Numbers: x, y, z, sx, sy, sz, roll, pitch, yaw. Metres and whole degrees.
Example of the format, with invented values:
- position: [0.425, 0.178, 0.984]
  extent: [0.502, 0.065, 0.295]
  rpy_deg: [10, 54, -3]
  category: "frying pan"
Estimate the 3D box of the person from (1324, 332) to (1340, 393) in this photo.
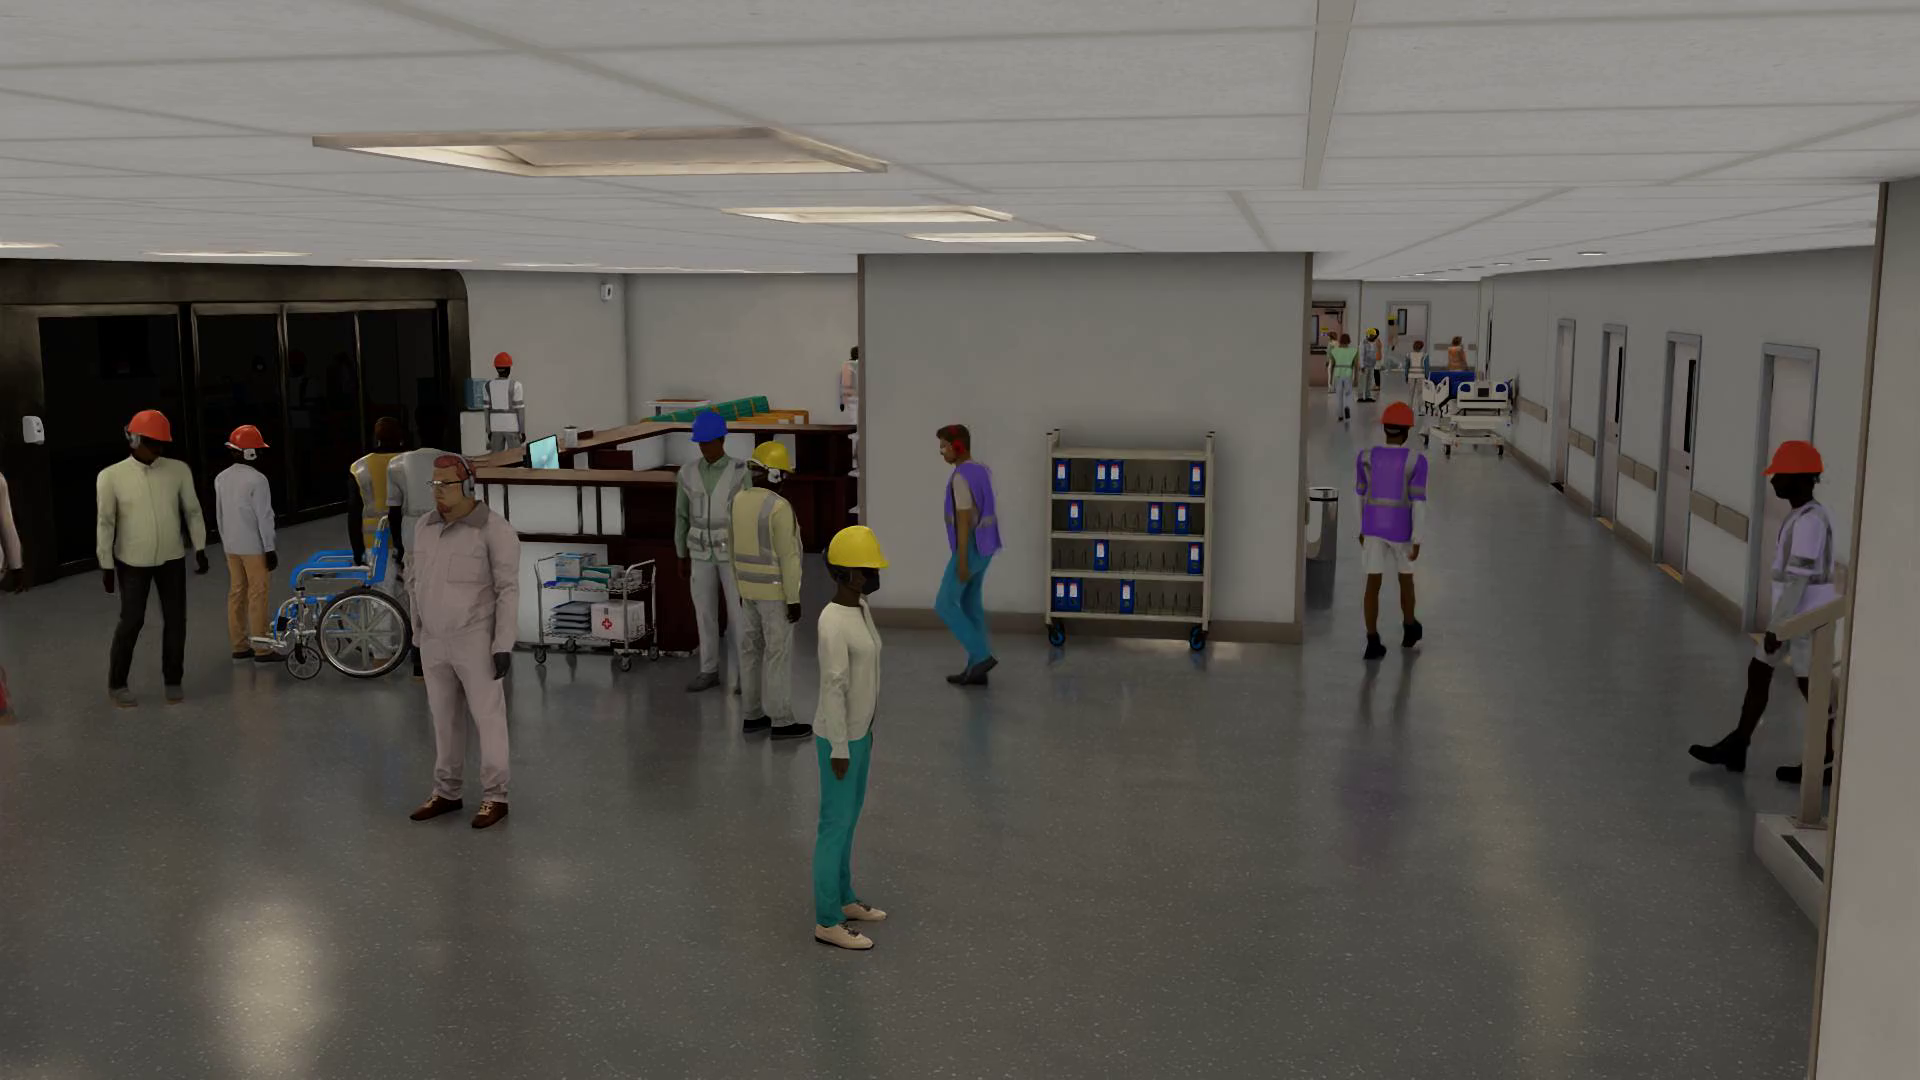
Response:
- position: [9.851, -4.690, 43.963]
  extent: [0.311, 1.631, 0.511]
  rpy_deg: [8, 12, 43]
  category: "person"

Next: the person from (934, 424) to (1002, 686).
- position: [0.051, 0.110, 11.485]
  extent: [0.464, 1.815, 0.610]
  rpy_deg: [2, 9, 14]
  category: "person"

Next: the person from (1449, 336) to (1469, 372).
- position: [12.167, -4.197, 40.743]
  extent: [0.475, 1.617, 0.539]
  rpy_deg: [-4, 9, -23]
  category: "person"

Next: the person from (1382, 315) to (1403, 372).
- position: [14.317, -6.490, 54.966]
  extent: [0.545, 1.910, 0.591]
  rpy_deg: [1, 9, 9]
  category: "person"

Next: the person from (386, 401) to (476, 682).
- position: [-3.669, 0.016, 11.624]
  extent: [0.614, 1.961, 0.361]
  rpy_deg: [0, 9, -2]
  category: "person"

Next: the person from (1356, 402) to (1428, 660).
- position: [3.264, -0.086, 12.535]
  extent: [0.548, 1.899, 0.923]
  rpy_deg: [4, 10, 27]
  category: "person"

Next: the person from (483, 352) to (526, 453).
- position: [-5.831, -1.440, 21.366]
  extent: [0.546, 1.942, 0.352]
  rpy_deg: [1, 9, 10]
  category: "person"

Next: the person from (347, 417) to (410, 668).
- position: [-4.075, 0.028, 12.005]
  extent: [0.633, 1.836, 0.429]
  rpy_deg: [-3, 9, -18]
  category: "person"

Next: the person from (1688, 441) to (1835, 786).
- position: [4.491, 0.406, 9.218]
  extent: [0.860, 1.904, 0.577]
  rpy_deg: [3, 9, 20]
  category: "person"

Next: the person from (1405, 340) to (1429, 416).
- position: [9.924, -3.512, 36.120]
  extent: [0.523, 1.636, 0.311]
  rpy_deg: [5, 10, 31]
  category: "person"

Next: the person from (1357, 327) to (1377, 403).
- position: [9.903, -4.236, 40.329]
  extent: [0.600, 1.824, 0.403]
  rpy_deg: [-6, 11, -37]
  category: "person"

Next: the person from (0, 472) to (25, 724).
- position: [-6.389, 0.190, 10.547]
  extent: [0.926, 1.925, 0.717]
  rpy_deg: [4, 9, 24]
  category: "person"

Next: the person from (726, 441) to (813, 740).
- position: [-1.162, 0.307, 10.168]
  extent: [0.588, 1.823, 0.403]
  rpy_deg: [8, 12, 44]
  category: "person"

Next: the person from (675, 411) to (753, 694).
- position: [-1.651, 0.090, 11.255]
  extent: [0.617, 1.933, 0.417]
  rpy_deg: [2, 9, 14]
  category: "person"

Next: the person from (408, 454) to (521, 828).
- position: [-2.563, 0.514, 8.506]
  extent: [0.637, 1.910, 0.406]
  rpy_deg: [3, 9, 22]
  category: "person"

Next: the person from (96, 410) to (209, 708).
- position: [-5.337, 0.120, 10.971]
  extent: [0.500, 1.956, 0.661]
  rpy_deg: [8, 11, 41]
  category: "person"

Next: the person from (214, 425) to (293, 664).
- position: [-5.203, 0.032, 12.215]
  extent: [0.564, 1.752, 0.338]
  rpy_deg: [6, 10, 33]
  category: "person"

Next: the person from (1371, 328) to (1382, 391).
- position: [11.272, -4.893, 45.125]
  extent: [0.320, 1.689, 0.534]
  rpy_deg: [4, 10, 26]
  category: "person"

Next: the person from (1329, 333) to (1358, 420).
- position: [8.013, -3.404, 34.765]
  extent: [0.574, 1.831, 0.461]
  rpy_deg: [2, 9, 13]
  category: "person"

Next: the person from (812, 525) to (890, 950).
- position: [-0.447, 0.813, 6.995]
  extent: [0.325, 1.767, 0.533]
  rpy_deg: [1, 9, 9]
  category: "person"
